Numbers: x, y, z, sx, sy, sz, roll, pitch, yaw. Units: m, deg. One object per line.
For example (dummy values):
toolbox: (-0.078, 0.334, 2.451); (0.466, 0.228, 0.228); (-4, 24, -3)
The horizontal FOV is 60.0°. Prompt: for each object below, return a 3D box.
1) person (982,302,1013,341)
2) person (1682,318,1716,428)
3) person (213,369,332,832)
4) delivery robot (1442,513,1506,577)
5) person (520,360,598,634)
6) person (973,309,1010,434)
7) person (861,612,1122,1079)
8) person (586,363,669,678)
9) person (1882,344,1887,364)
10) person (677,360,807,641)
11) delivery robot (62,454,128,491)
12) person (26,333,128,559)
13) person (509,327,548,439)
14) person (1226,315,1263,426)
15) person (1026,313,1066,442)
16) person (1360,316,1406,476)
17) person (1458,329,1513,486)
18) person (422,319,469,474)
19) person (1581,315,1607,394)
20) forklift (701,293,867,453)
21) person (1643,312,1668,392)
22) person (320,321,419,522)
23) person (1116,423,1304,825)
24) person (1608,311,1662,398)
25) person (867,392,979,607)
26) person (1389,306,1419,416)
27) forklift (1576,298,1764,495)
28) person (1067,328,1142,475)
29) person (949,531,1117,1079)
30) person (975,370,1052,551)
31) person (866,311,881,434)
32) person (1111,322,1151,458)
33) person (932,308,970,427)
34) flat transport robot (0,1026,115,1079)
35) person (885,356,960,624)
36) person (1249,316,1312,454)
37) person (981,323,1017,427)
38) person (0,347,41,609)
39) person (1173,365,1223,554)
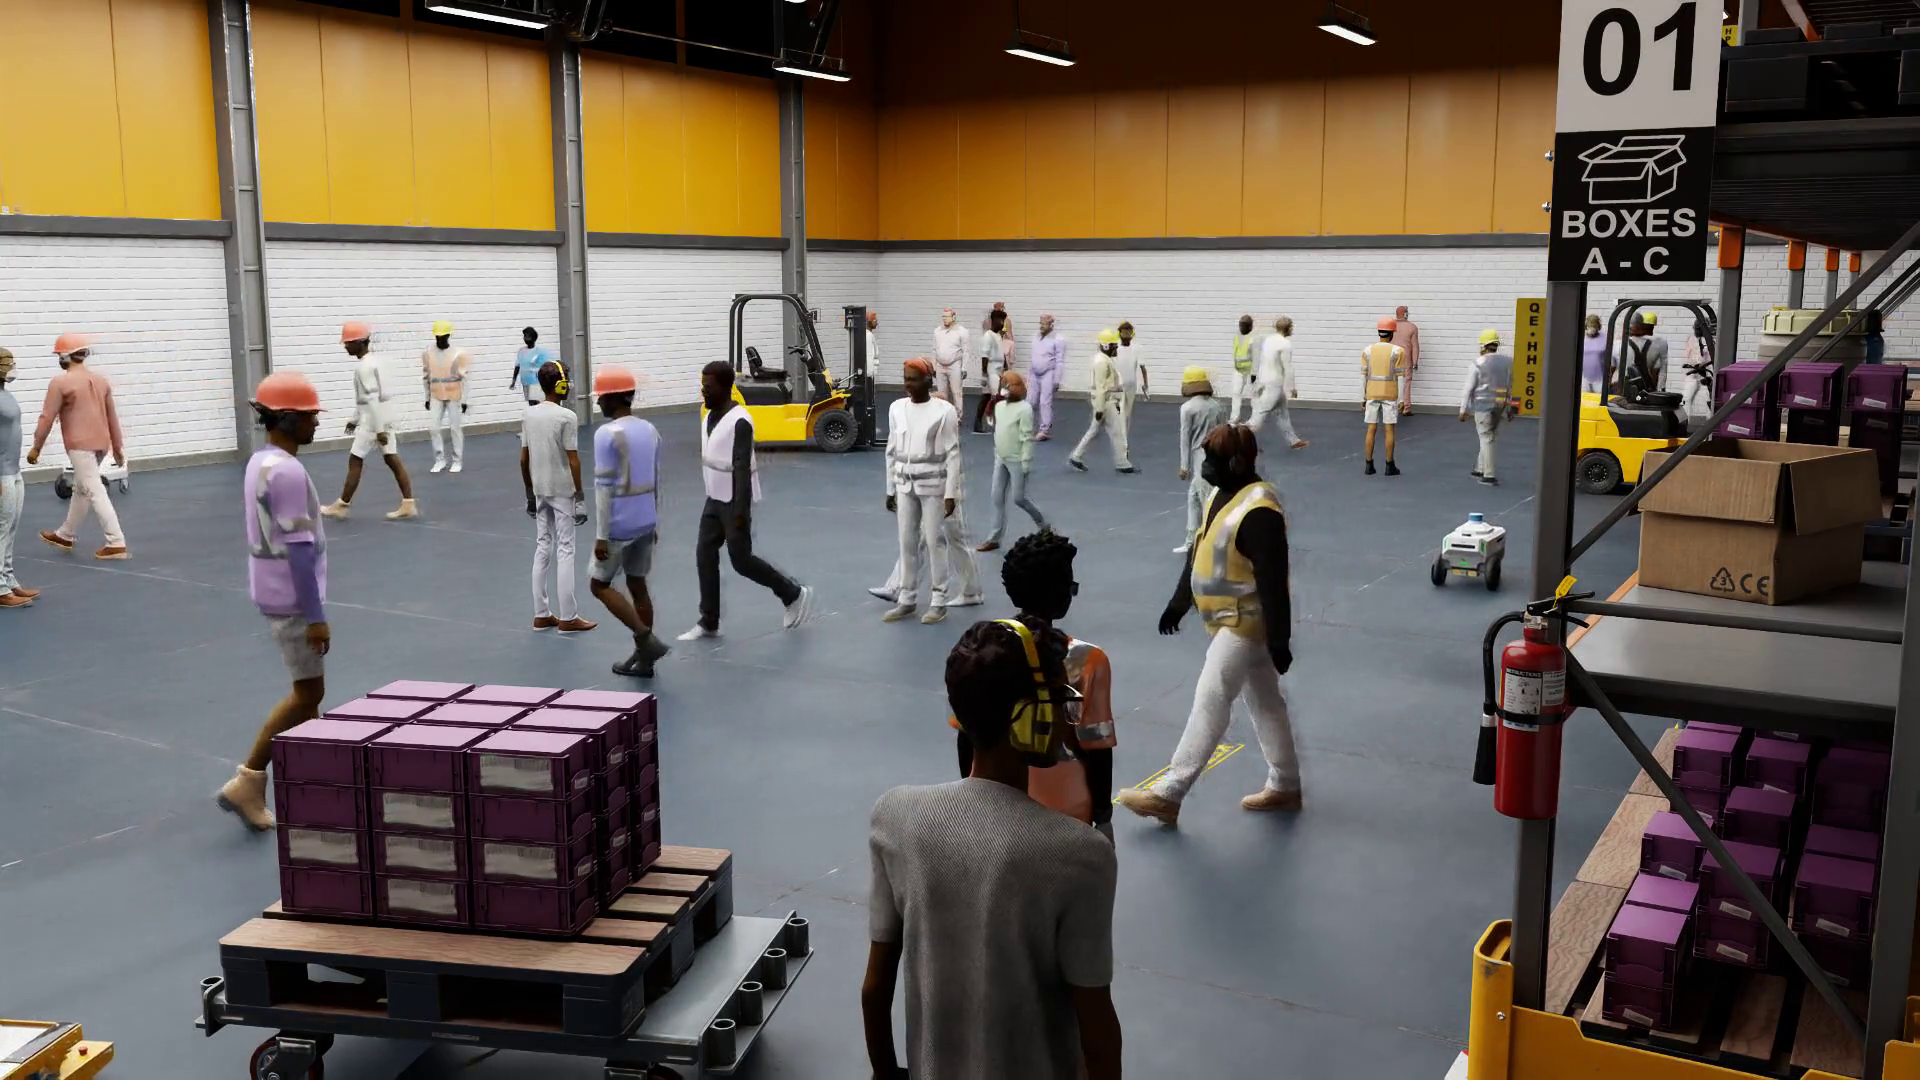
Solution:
person: (0.765, -3.703, 32.562); (0.652, 1.904, 0.402); (5, 11, 30)
person: (11.272, -2.495, 25.349); (0.858, 1.794, 0.648); (-5, 10, -27)
person: (-3.024, 0.264, 7.448); (0.590, 2.051, 0.635); (-5, 11, -30)
delivery robot: (4.073, 0.030, 13.164); (0.477, 0.478, 0.707); (5, 11, 31)
person: (-2.772, -0.295, 11.399); (0.535, 1.868, 0.309); (5, 11, 30)
person: (0.613, -2.530, 25.234); (0.963, 1.908, 0.600); (2, 9, 13)
person: (0.067, 1.056, 2.981); (0.535, 1.863, 0.312); (5, 11, 30)
person: (-1.996, -0.095, 9.984); (0.458, 1.921, 0.570); (5, 10, 26)
person: (12.409, -2.125, 22.760); (0.544, 1.902, 0.961); (-2, 9, -13)
person: (-1.476, -0.264, 11.176); (0.821, 1.898, 0.594); (-6, 11, -33)
delivery robot: (-9.512, -0.792, 18.293); (0.477, 0.478, 0.707); (2, 9, 10)
person: (-7.644, -0.806, 14.360); (1.037, 1.935, 0.622); (2, 9, 11)
person: (-6.393, -2.301, 24.572); (0.541, 1.664, 0.742); (6, 11, 31)
person: (4.606, -2.719, 26.799); (0.836, 1.782, 0.639); (-8, 12, -39)
person: (1.229, -2.377, 24.350); (0.448, 1.879, 0.692); (-9, 13, -43)
person: (5.164, -1.755, 20.297); (0.552, 1.935, 0.374); (5, 11, 30)
person: (6.103, -1.559, 19.463); (0.622, 1.803, 0.758); (-3, 10, -20)
person: (-6.309, -1.753, 20.374); (0.617, 1.899, 0.649); (1, 9, 5)
person: (8.919, -2.230, 23.483); (0.652, 1.874, 1.053); (4, 10, 24)
forklift: (-2.458, -2.344, 23.176); (2.313, 2.155, 1.214); (0, 9, -2)
person: (9.415, -2.166, 22.896); (0.594, 1.924, 0.383); (5, 11, 30)
person: (-5.912, -1.163, 16.451); (1.049, 1.981, 0.622); (-1, 9, -4)
person: (1.151, 0.378, 7.434); (0.957, 1.794, 0.638); (0, 9, -3)
person: (8.280, -1.838, 20.494); (0.679, 2.000, 0.872); (-2, 9, -10)
person: (-0.245, -0.279, 12.169); (0.842, 1.592, 0.504); (-3, 10, -19)
person: (7.609, -3.092, 28.745); (0.652, 1.904, 0.402); (5, 11, 30)
forklift: (7.954, -1.589, 18.462); (2.313, 2.155, 1.214); (5, 11, 30)
person: (1.749, -1.690, 20.335); (0.899, 1.799, 0.584); (1, 9, 3)
person: (0.226, 0.815, 4.991); (0.540, 1.698, 0.317); (5, 11, 30)
person: (0.478, -0.704, 14.748); (0.690, 1.615, 0.516); (-7, 11, -35)
person: (-1.414, -2.573, 25.563); (0.337, 1.883, 0.584); (-2, 9, -13)
person: (2.242, -2.002, 22.231); (0.548, 1.803, 0.995); (-1, 9, -4)
person: (-0.175, -2.762, 26.673); (0.641, 1.910, 0.401); (5, 10, 28)
flat transport robot: (-3.005, 1.615, 4.442); (0.652, 0.197, 1.431); (1, 9, 7)
person: (-0.277, -0.352, 11.705); (0.583, 1.882, 0.338); (6, 11, 32)
person: (4.321, -2.104, 22.685); (1.052, 1.877, 0.619); (-2, 9, -11)
person: (0.607, -2.590, 26.091); (0.560, 1.747, 0.453); (-2, 9, -12)
person: (-7.070, -0.468, 12.259); (0.352, 1.937, 0.635); (-3, 9, -16)
person: (2.202, -0.659, 14.262); (0.824, 1.683, 0.473); (7, 12, 39)
